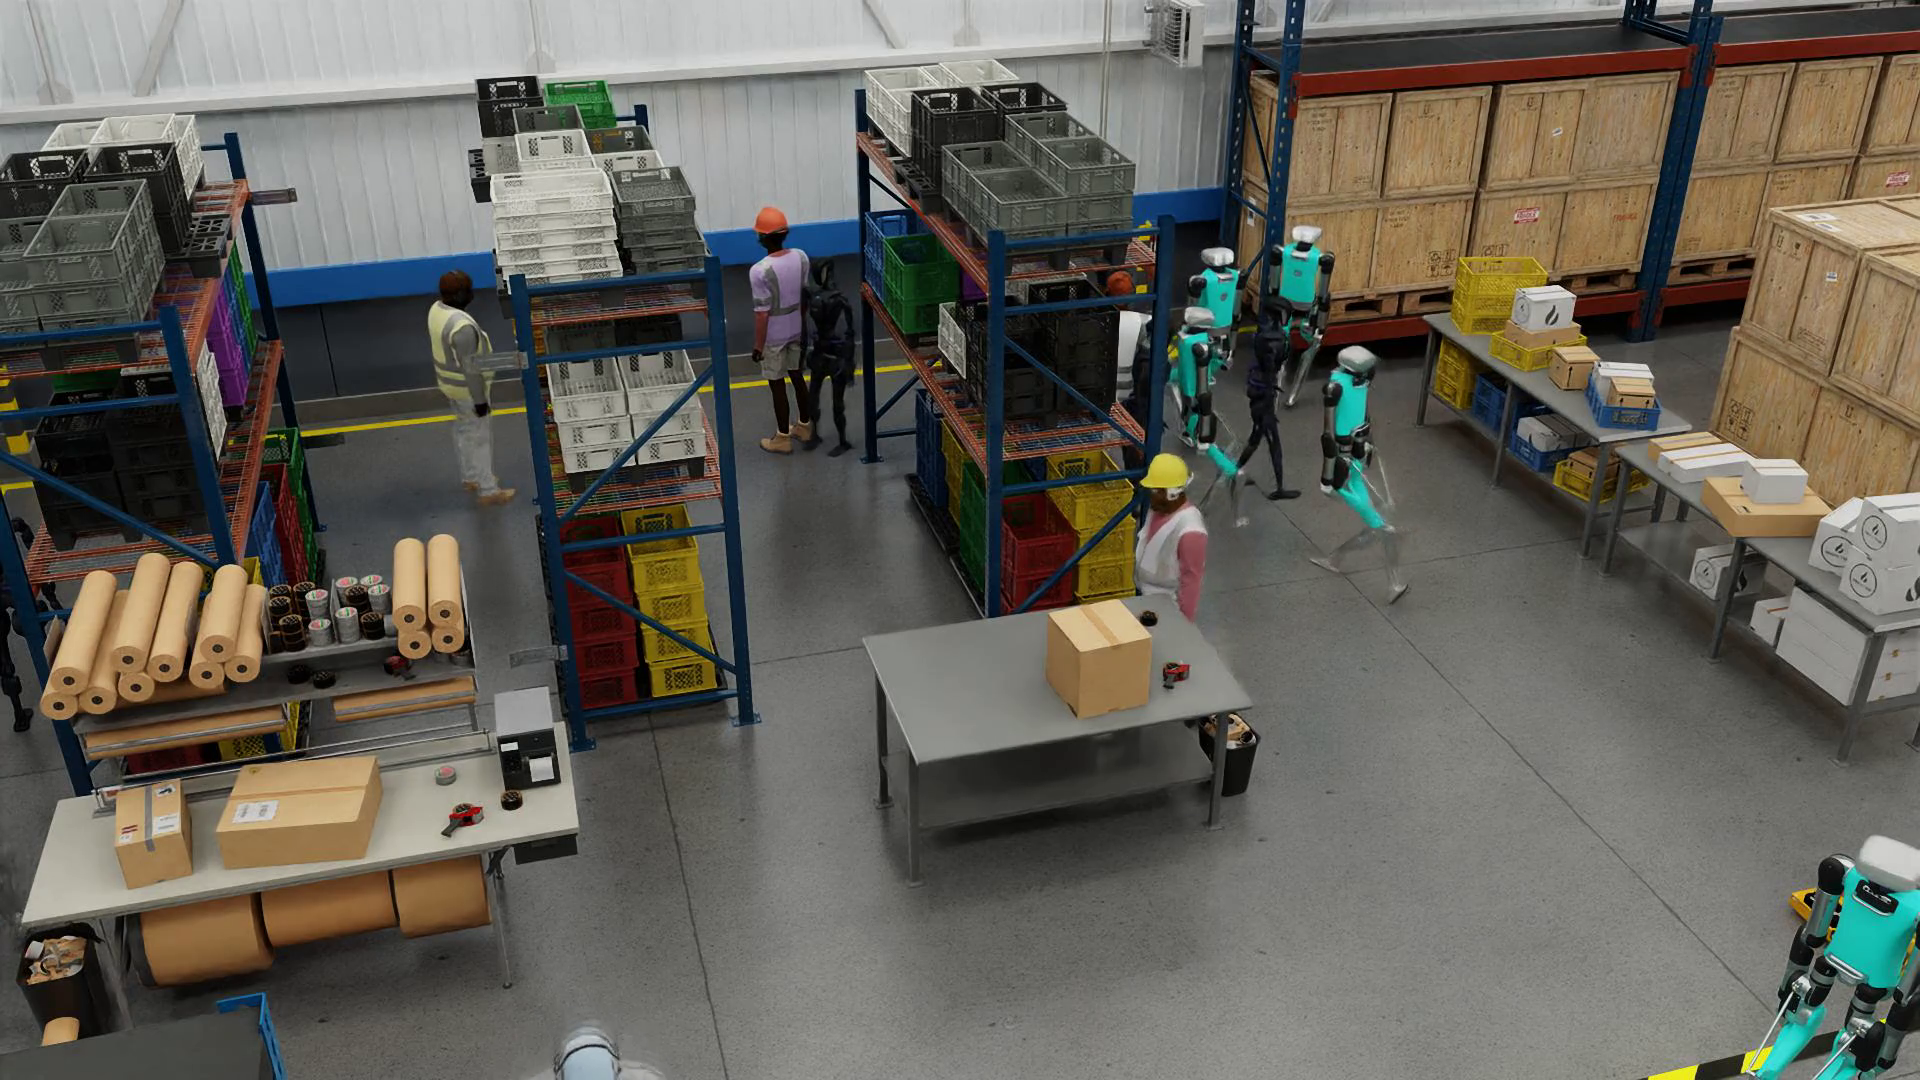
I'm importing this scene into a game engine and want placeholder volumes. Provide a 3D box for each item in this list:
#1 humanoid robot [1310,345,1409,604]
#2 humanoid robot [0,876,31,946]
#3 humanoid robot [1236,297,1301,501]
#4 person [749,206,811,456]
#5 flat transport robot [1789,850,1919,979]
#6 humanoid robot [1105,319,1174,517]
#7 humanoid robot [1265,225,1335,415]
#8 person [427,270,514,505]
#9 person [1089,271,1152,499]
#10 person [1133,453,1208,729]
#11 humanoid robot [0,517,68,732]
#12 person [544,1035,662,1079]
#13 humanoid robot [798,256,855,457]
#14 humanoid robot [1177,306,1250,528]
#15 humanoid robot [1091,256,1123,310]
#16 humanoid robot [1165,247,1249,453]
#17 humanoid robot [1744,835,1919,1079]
[{"bbox_3d":[2.877,-0.417,11.423,0.961,1.783,0.540,24,37,36],"label":"humanoid robot"},{"bbox_3d":[-4.777,1.475,7.974,0.563,1.766,0.968,4,29,7],"label":"humanoid robot"},{"bbox_3d":[2.385,-1.118,12.767,0.609,1.633,0.630,5,29,9],"label":"humanoid robot"},{"bbox_3d":[-1.465,-1.676,13.372,0.390,2.040,0.613,20,35,32],"label":"person"},{"bbox_3d":[5.163,1.916,8.676,1.431,0.231,0.659,-8,30,-14],"label":"flat transport robot"},{"bbox_3d":[1.324,-0.866,12.281,0.407,1.647,0.620,13,32,23],"label":"humanoid robot"},{"bbox_3d":[2.883,-1.860,14.067,0.551,1.806,0.842,12,31,20],"label":"humanoid robot"},{"bbox_3d":[-3.737,-1.165,12.648,0.429,1.841,0.632,-20,34,-31],"label":"person"},{"bbox_3d":[1.173,-1.103,12.495,0.574,1.881,0.355,-1,29,-1],"label":"person"},{"bbox_3d":[1.248,0.318,9.984,0.476,1.834,0.605,-9,30,-16],"label":"person"},{"bbox_3d":[-5.732,0.381,9.990,0.599,1.657,0.315,-4,29,-7],"label":"humanoid robot"},{"bbox_3d":[-1.321,2.449,6.085,0.600,1.826,0.531,-9,30,-16],"label":"person"},{"bbox_3d":[-1.066,-1.472,13.378,0.586,1.655,0.356,17,33,28],"label":"humanoid robot"},{"bbox_3d":[1.963,-0.843,12.263,0.800,1.849,0.562,-5,29,-9],"label":"humanoid robot"},{"bbox_3d":[1.257,-2.010,14.382,0.616,1.633,0.609,-1,29,-2],"label":"humanoid robot"},{"bbox_3d":[1.908,-1.574,13.458,0.541,1.761,0.682,-14,32,-23],"label":"humanoid robot"},{"bbox_3d":[3.498,2.017,6.830,0.735,1.674,0.533,-16,33,-27],"label":"humanoid robot"}]
